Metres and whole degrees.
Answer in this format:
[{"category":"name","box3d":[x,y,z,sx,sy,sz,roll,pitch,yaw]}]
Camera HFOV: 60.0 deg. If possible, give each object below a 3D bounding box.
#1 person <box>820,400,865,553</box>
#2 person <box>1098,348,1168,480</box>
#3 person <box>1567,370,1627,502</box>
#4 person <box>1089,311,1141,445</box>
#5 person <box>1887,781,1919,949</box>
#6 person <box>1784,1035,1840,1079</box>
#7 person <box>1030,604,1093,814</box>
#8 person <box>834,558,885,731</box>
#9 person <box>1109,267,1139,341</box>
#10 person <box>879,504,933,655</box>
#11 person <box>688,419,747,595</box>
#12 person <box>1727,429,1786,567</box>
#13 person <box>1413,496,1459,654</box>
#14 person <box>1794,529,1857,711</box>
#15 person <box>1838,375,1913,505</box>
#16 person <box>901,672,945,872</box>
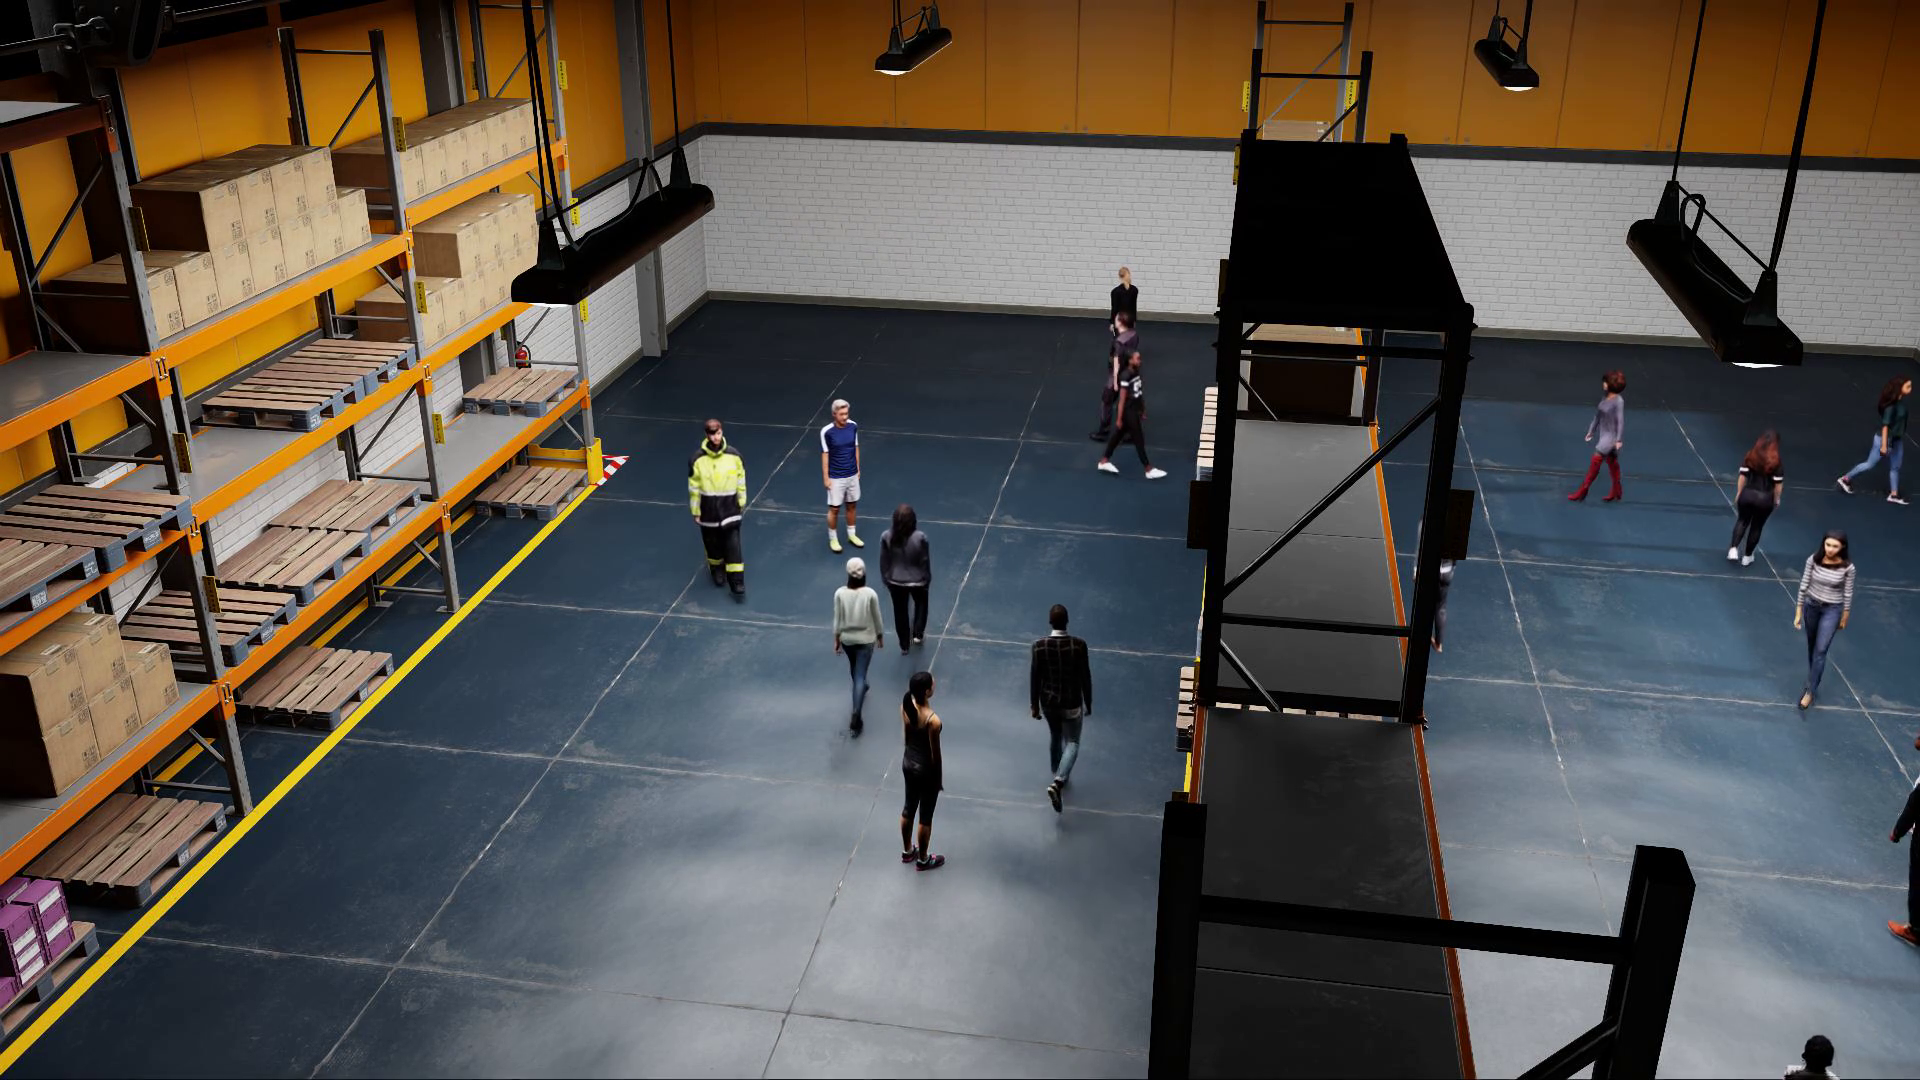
[{"category":"person","box3d":[-1.362,-0.766,19.037,0.721,1.832,0.783,-16,28,-32]},{"category":"person","box3d":[2.066,-1.596,21.124,0.854,1.680,1.147,9,25,20]},{"category":"person","box3d":[8.008,-1.242,20.311,0.776,1.683,0.938,-1,24,-3]},{"category":"person","box3d":[2.251,-2.129,22.170,0.998,1.820,0.982,17,29,35]},{"category":"person","box3d":[7.260,2.226,12.227,0.830,1.804,0.836,-7,25,-16]},{"category":"person","box3d":[5.031,3.527,9.945,0.621,1.247,0.913,10,26,22]},{"category":"person","box3d":[0.839,1.434,14.048,0.710,1.795,1.032,6,24,13]},{"category":"person","box3d":[-0.951,0.969,15.354,0.626,1.601,1.122,3,24,7]},{"category":"person","box3d":[2.440,-3.228,24.829,0.689,1.703,0.699,-9,25,-20]},{"category":"person","box3d":[-0.535,0.414,16.643,0.699,1.586,0.650,3,24,7]},{"category":"person","box3d":[-2.640,-0.415,18.080,1.059,1.954,1.204,-6,24,-14]},{"category":"person","box3d":[8.897,-0.443,18.551,0.758,1.630,0.814,19,30,37]},{"category":"person","box3d":[4.757,0.317,16.642,0.672,1.765,0.630,-4,24,-8]},{"category":"person","box3d":[8.200,0.693,15.788,0.880,1.760,1.024,18,30,36]},{"category":"person","box3d":[11.318,-1.247,20.446,1.072,1.584,1.049,-20,30,-38]},{"category":"person","box3d":[-0.318,1.829,13.234,0.650,1.724,0.683,21,31,39]}]
